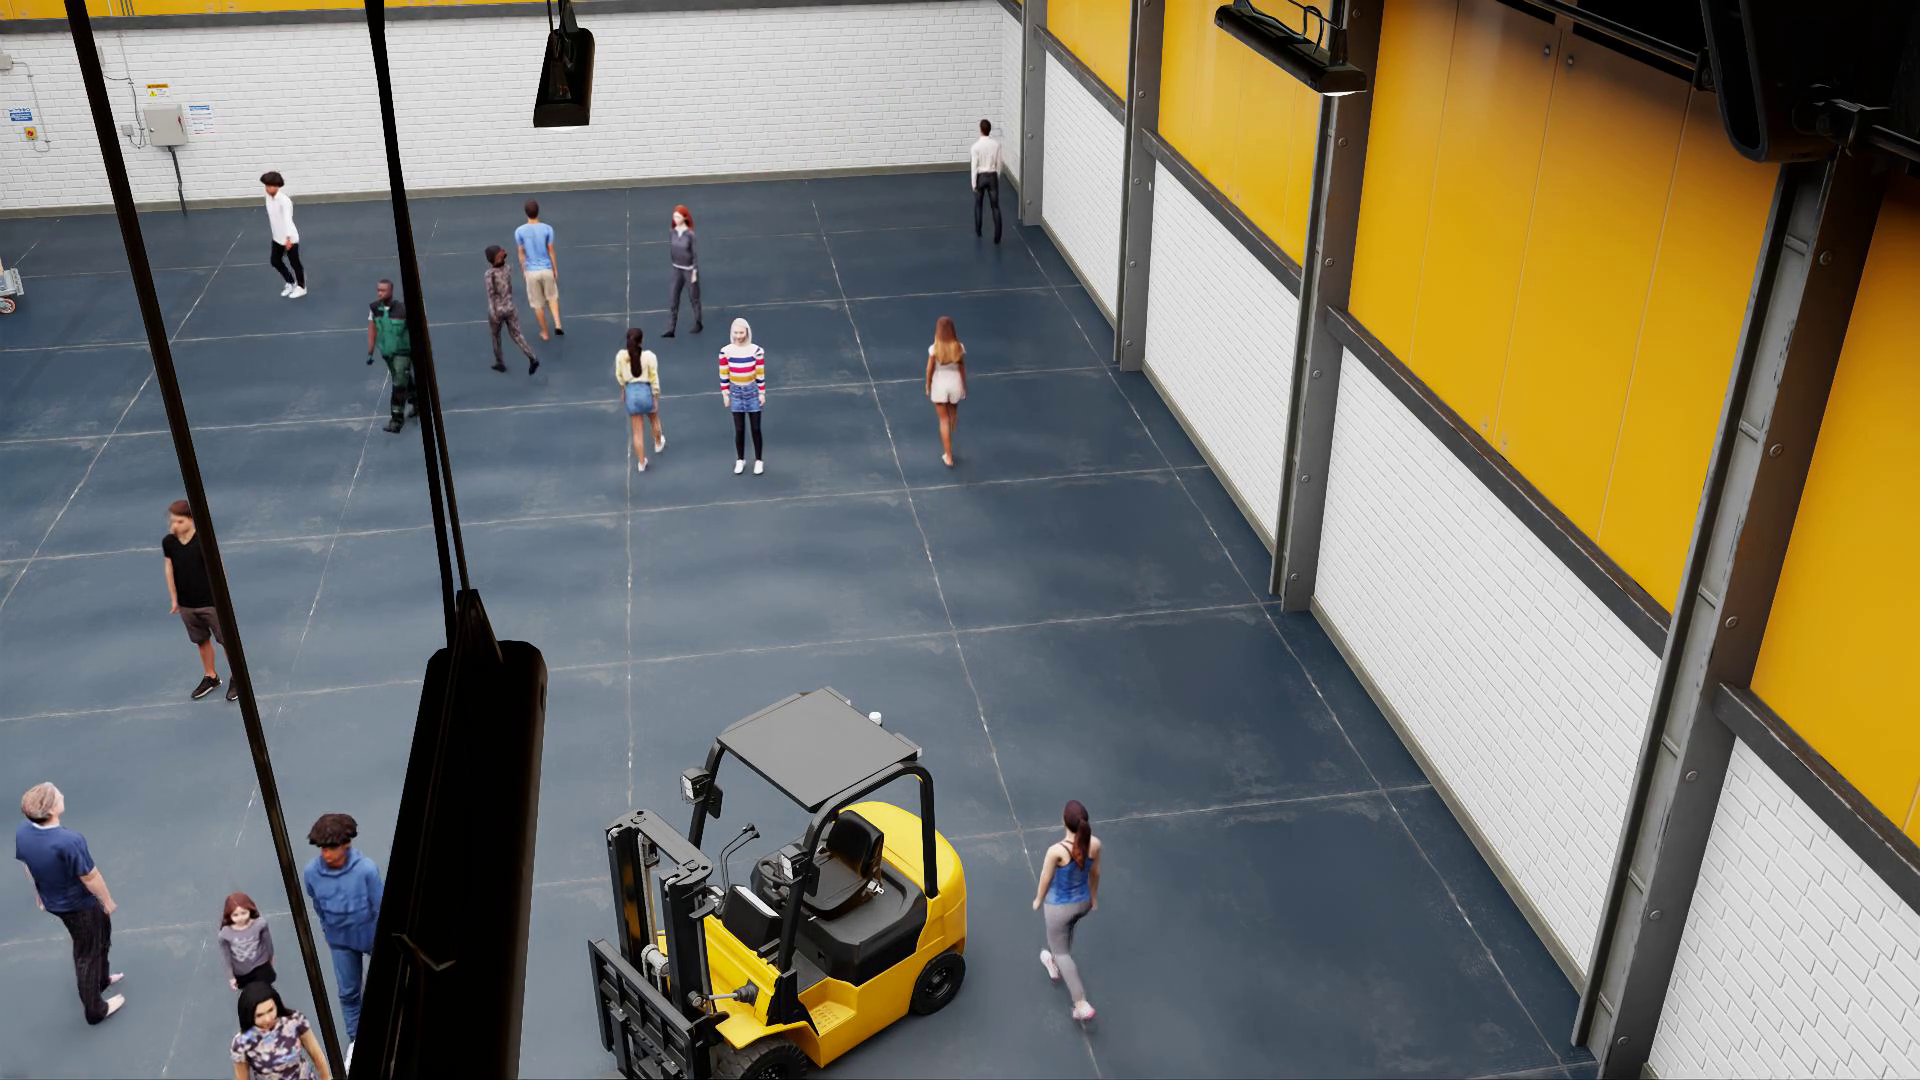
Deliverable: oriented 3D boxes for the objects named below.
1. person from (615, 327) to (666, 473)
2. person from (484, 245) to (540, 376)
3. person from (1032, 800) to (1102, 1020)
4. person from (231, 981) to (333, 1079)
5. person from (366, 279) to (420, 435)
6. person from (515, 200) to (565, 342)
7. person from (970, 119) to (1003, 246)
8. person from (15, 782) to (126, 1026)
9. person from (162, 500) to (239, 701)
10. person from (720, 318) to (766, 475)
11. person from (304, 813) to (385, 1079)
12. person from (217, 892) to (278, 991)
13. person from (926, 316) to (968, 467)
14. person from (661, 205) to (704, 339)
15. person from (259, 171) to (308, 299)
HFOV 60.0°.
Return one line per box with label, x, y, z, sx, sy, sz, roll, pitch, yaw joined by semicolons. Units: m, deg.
person;-3.538;-1.520;18.290;0.729;1.601;0.986;-1;29;-2
person;-5.588;-2.807;20.560;1.126;1.688;1.030;20;34;32
person;0.737;2.460;11.012;0.784;1.583;1.092;-15;32;-25
person;-3.901;3.180;9.594;1.195;1.678;1.039;24;37;37
person;-6.490;-2.177;19.309;1.033;1.780;1.287;8;30;14
person;-5.452;-3.451;21.573;0.700;1.848;0.769;-9;30;-16
person;0.444;-5.377;25.115;0.693;1.837;1.169;-6;29;-11
person;-5.844;2.413;10.817;0.831;1.853;0.878;11;31;19
person;-6.521;0.498;14.318;0.735;1.863;0.690;3;29;6
person;-2.340;-1.580;18.184;0.668;1.808;0.560;-1;29;-2
person;-3.868;2.471;10.784;0.799;1.782;1.180;-1;29;-2
person;-4.707;2.752;10.997;0.599;1.086;0.818;-13;31;-23
person;-0.129;-1.618;18.401;0.626;1.667;0.970;-7;29;-13
person;-3.556;-3.542;21.834;0.929;1.758;1.052;13;31;22
person;-9.319;-4.257;23.104;0.750;1.797;0.795;14;32;24
